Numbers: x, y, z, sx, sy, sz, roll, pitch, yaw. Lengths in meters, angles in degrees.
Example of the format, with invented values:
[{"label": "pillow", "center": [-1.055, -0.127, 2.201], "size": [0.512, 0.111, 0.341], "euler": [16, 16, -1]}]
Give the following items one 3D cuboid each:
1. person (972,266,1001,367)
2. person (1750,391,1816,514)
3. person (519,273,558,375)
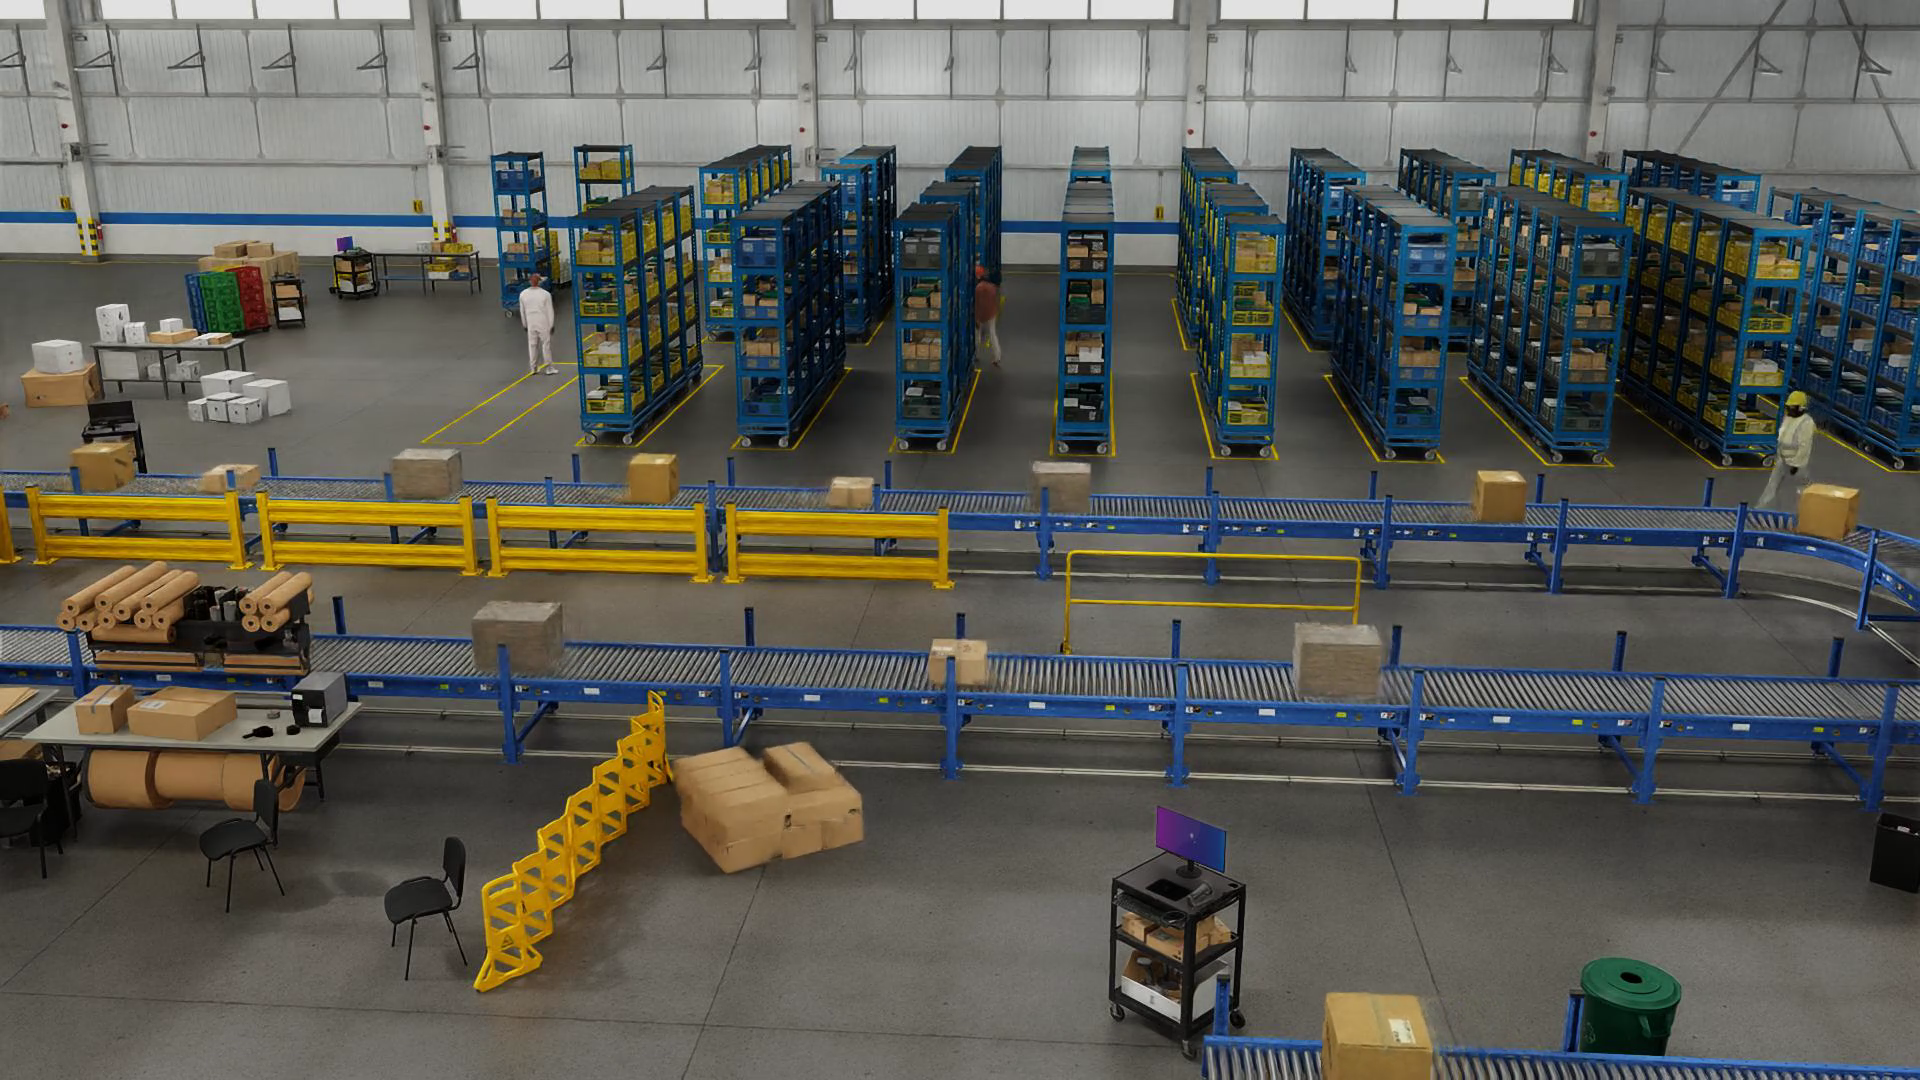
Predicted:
[{"label": "person", "center": [0.490, -4.315, 32.112], "size": [0.637, 1.936, 1.067], "euler": [-8, 19, -25]}, {"label": "person", "center": [10.983, -1.087, 22.069], "size": [0.947, 1.776, 0.614], "euler": [-3, 18, -9]}, {"label": "person", "center": [-7.932, -4.065, 31.337], "size": [0.643, 1.910, 0.400], "euler": [3, 18, 11]}]
